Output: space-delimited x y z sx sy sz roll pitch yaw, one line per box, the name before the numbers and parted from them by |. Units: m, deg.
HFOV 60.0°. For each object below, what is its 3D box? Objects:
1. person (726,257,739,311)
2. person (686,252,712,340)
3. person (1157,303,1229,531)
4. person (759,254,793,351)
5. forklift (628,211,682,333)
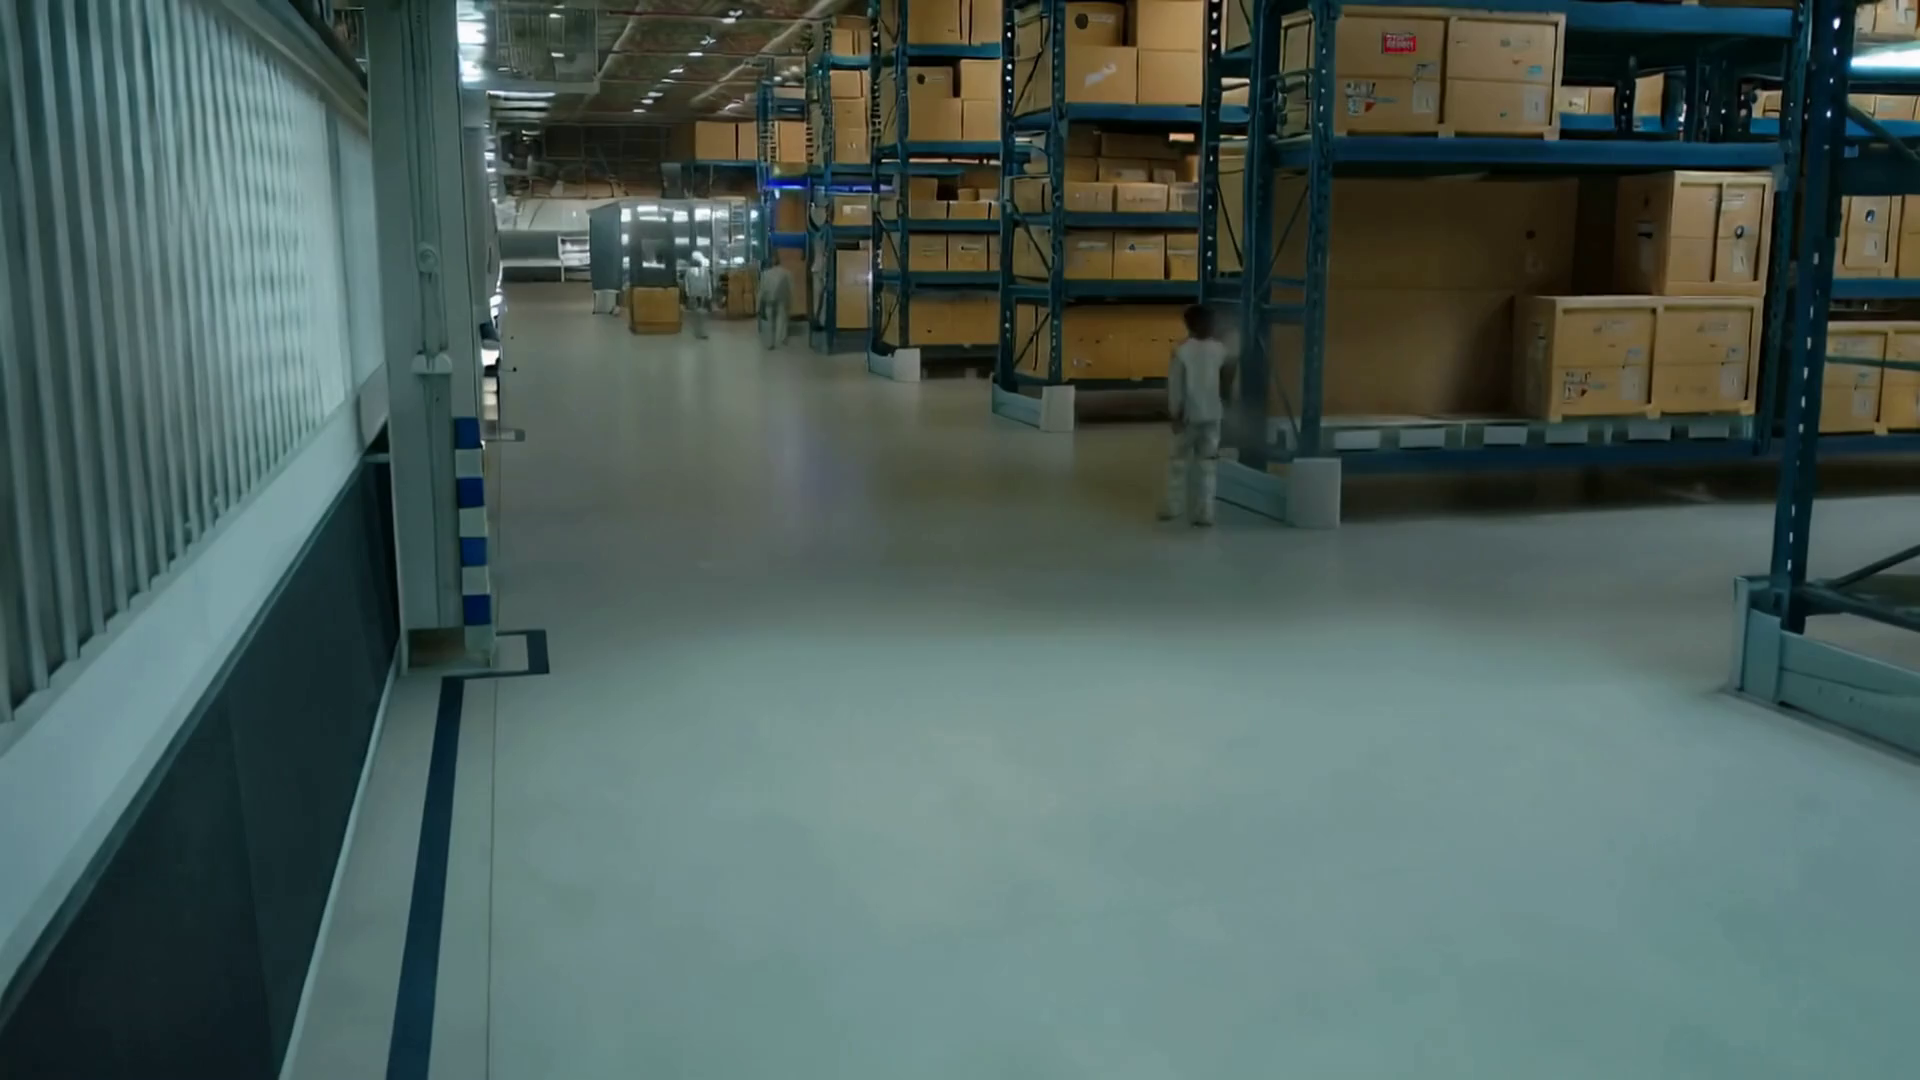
person | -6.533 -7.321 48.102 0.495 1.730 0.387 7 12 35
person | -5.705 -5.315 36.215 0.553 1.914 0.788 -5 11 -27
person | 1.670 -0.894 12.001 0.536 1.610 0.679 -4 11 -21
person | -3.575 -4.628 32.430 0.682 1.866 0.873 -2 10 -11
forklift | -7.154 -6.256 38.800 1.129 2.768 1.873 -3 10 -15
